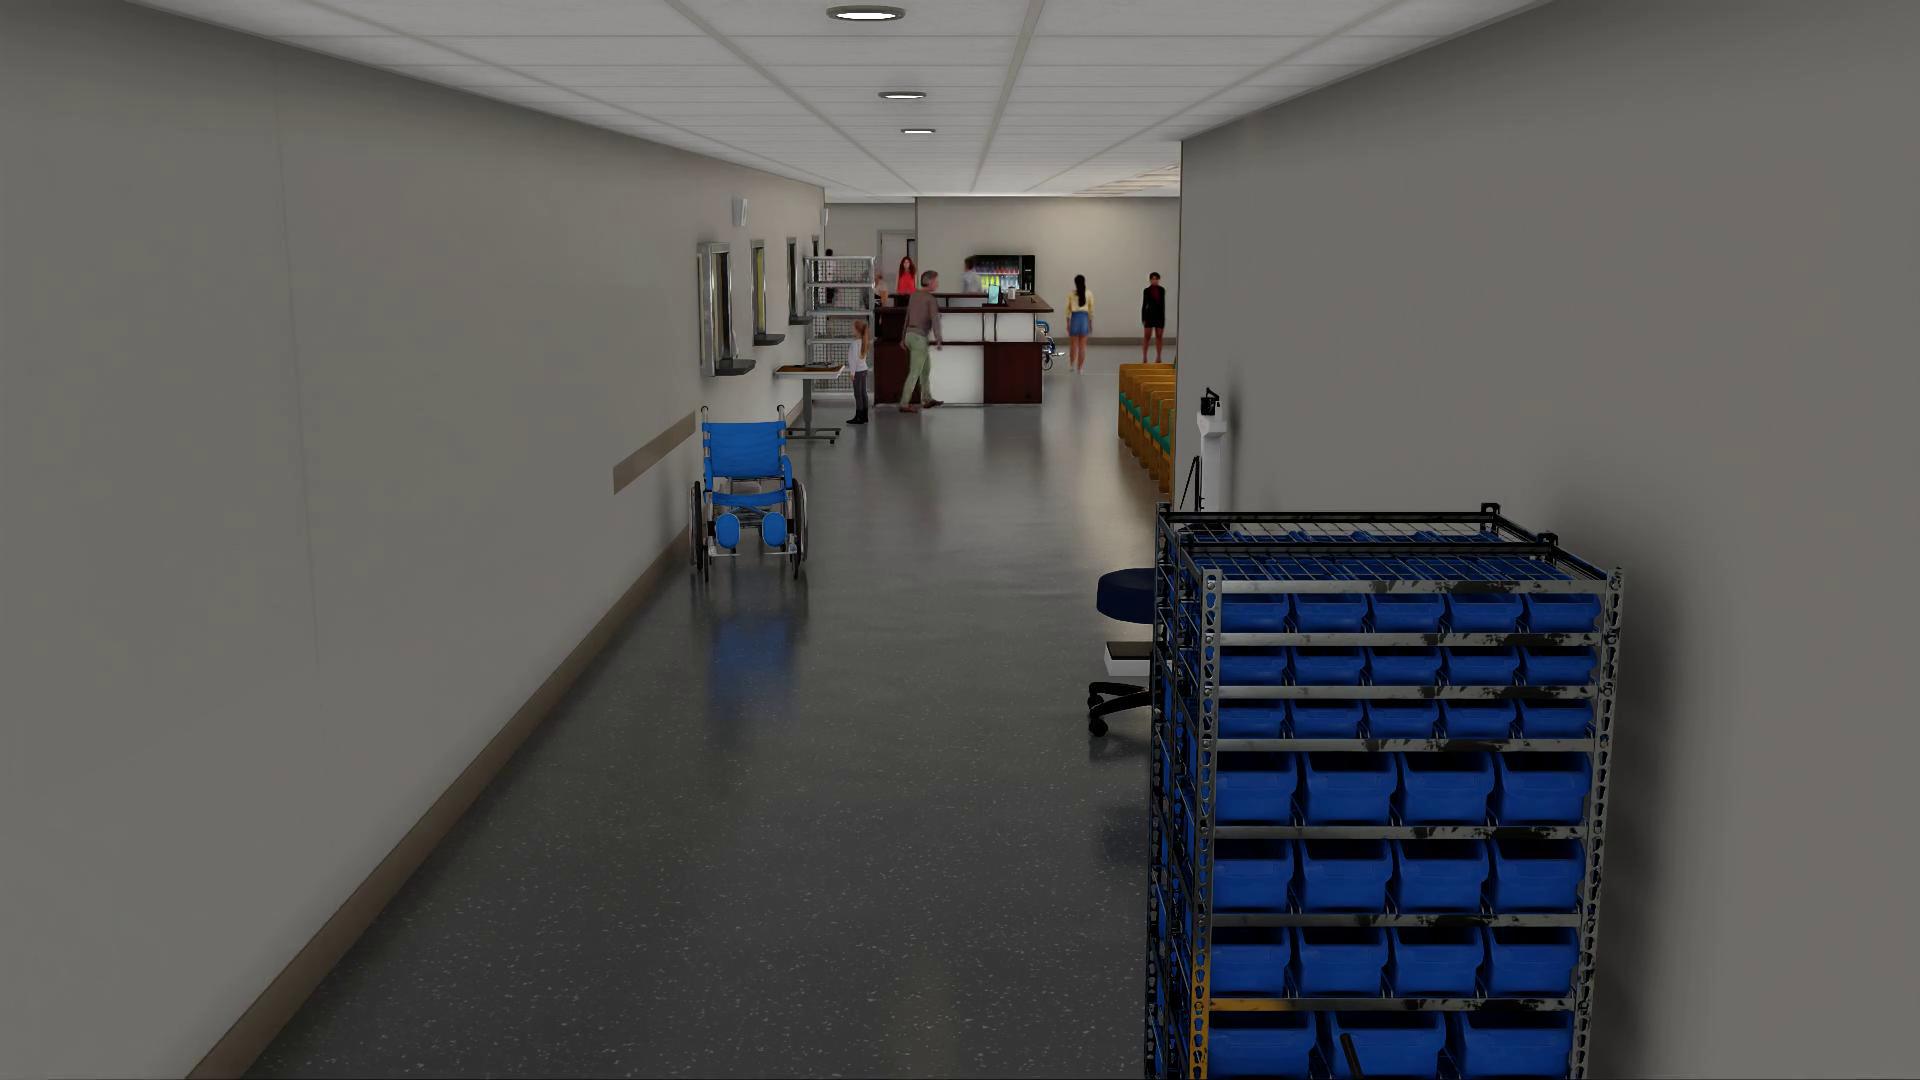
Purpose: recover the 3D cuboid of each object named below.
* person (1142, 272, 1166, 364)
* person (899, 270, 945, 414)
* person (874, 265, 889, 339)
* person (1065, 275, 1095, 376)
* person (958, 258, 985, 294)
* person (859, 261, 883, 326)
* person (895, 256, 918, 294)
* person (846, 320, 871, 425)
[{"bbox_3d":[3.331,-3.768,28.527,0.548,1.634,0.653,-1,11,-7],"label":"person"},{"bbox_3d":[-0.602,-2.551,21.574,1.159,1.835,1.049,-10,15,-43],"label":"person"},{"bbox_3d":[-1.365,-3.801,28.380,0.627,1.754,0.696,-3,11,-15],"label":"person"},{"bbox_3d":[1.967,-3.527,27.297,0.539,1.618,0.696,1,11,3],"label":"person"},{"bbox_3d":[0.242,-4.494,31.897,0.805,1.803,0.889,-8,13,-35],"label":"person"},{"bbox_3d":[-1.884,-5.071,35.140,1.137,1.728,0.778,1,11,5],"label":"person"},{"bbox_3d":[-1.053,-4.636,32.582,0.484,1.828,0.681,-1,11,-7],"label":"person"},{"bbox_3d":[-1.243,-2.087,20.623,0.596,1.277,0.561,4,12,21],"label":"person"}]
